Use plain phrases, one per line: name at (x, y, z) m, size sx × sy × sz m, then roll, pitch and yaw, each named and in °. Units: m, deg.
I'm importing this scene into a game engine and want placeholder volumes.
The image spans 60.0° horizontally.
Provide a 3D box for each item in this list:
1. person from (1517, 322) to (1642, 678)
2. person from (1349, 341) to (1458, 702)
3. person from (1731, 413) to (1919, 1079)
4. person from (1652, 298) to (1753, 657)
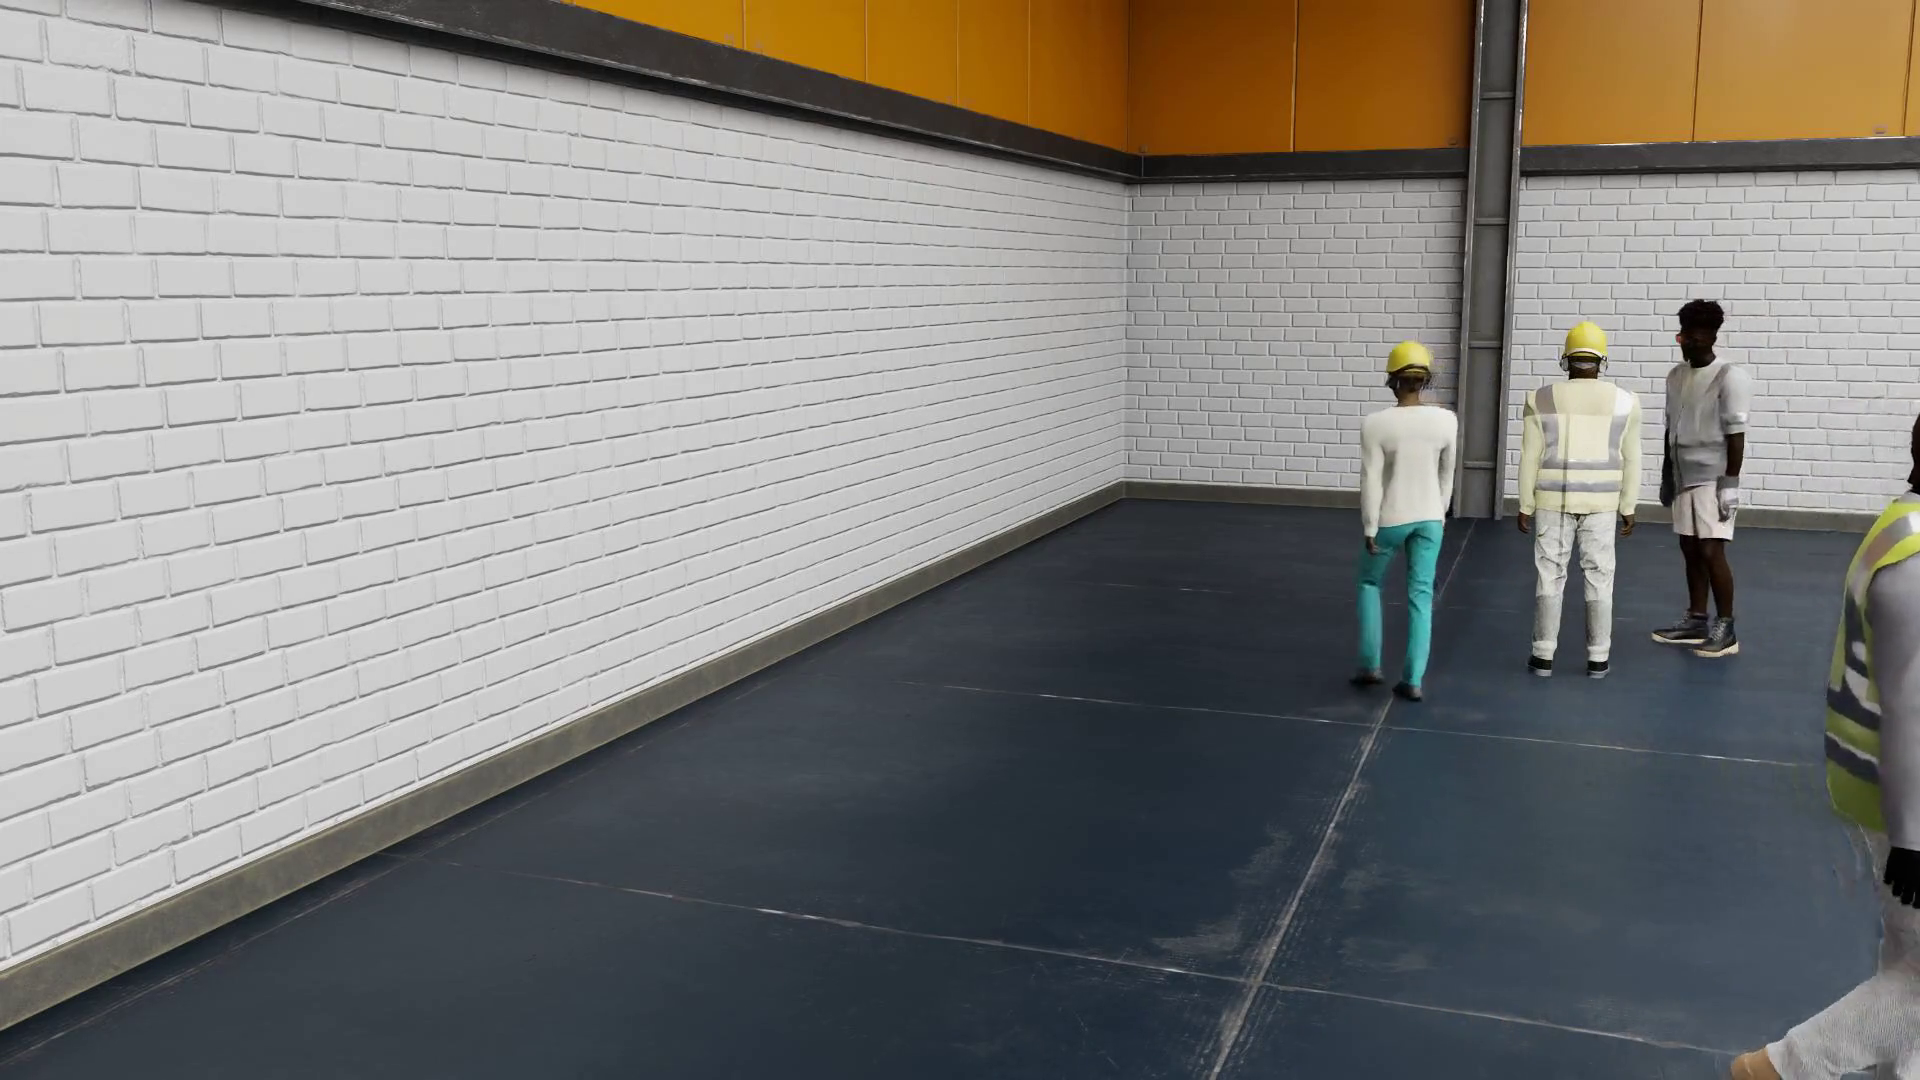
person at (3.174, -0.199, 8.560) m, size 0.600 × 1.831 × 0.404 m, roll 2°, pitch 9°, yaw 12°
person at (2.172, -0.099, 8.194) m, size 0.533 × 1.749 × 0.588 m, roll -1°, pitch 9°, yaw -6°
person at (2.120, 0.577, 3.690) m, size 0.490 × 1.830 × 0.649 m, roll 5°, pitch 11°, yaw 31°
person at (4.050, -0.341, 9.122) m, size 0.431 × 1.947 × 0.646 m, roll -2°, pitch 9°, yaw -12°
